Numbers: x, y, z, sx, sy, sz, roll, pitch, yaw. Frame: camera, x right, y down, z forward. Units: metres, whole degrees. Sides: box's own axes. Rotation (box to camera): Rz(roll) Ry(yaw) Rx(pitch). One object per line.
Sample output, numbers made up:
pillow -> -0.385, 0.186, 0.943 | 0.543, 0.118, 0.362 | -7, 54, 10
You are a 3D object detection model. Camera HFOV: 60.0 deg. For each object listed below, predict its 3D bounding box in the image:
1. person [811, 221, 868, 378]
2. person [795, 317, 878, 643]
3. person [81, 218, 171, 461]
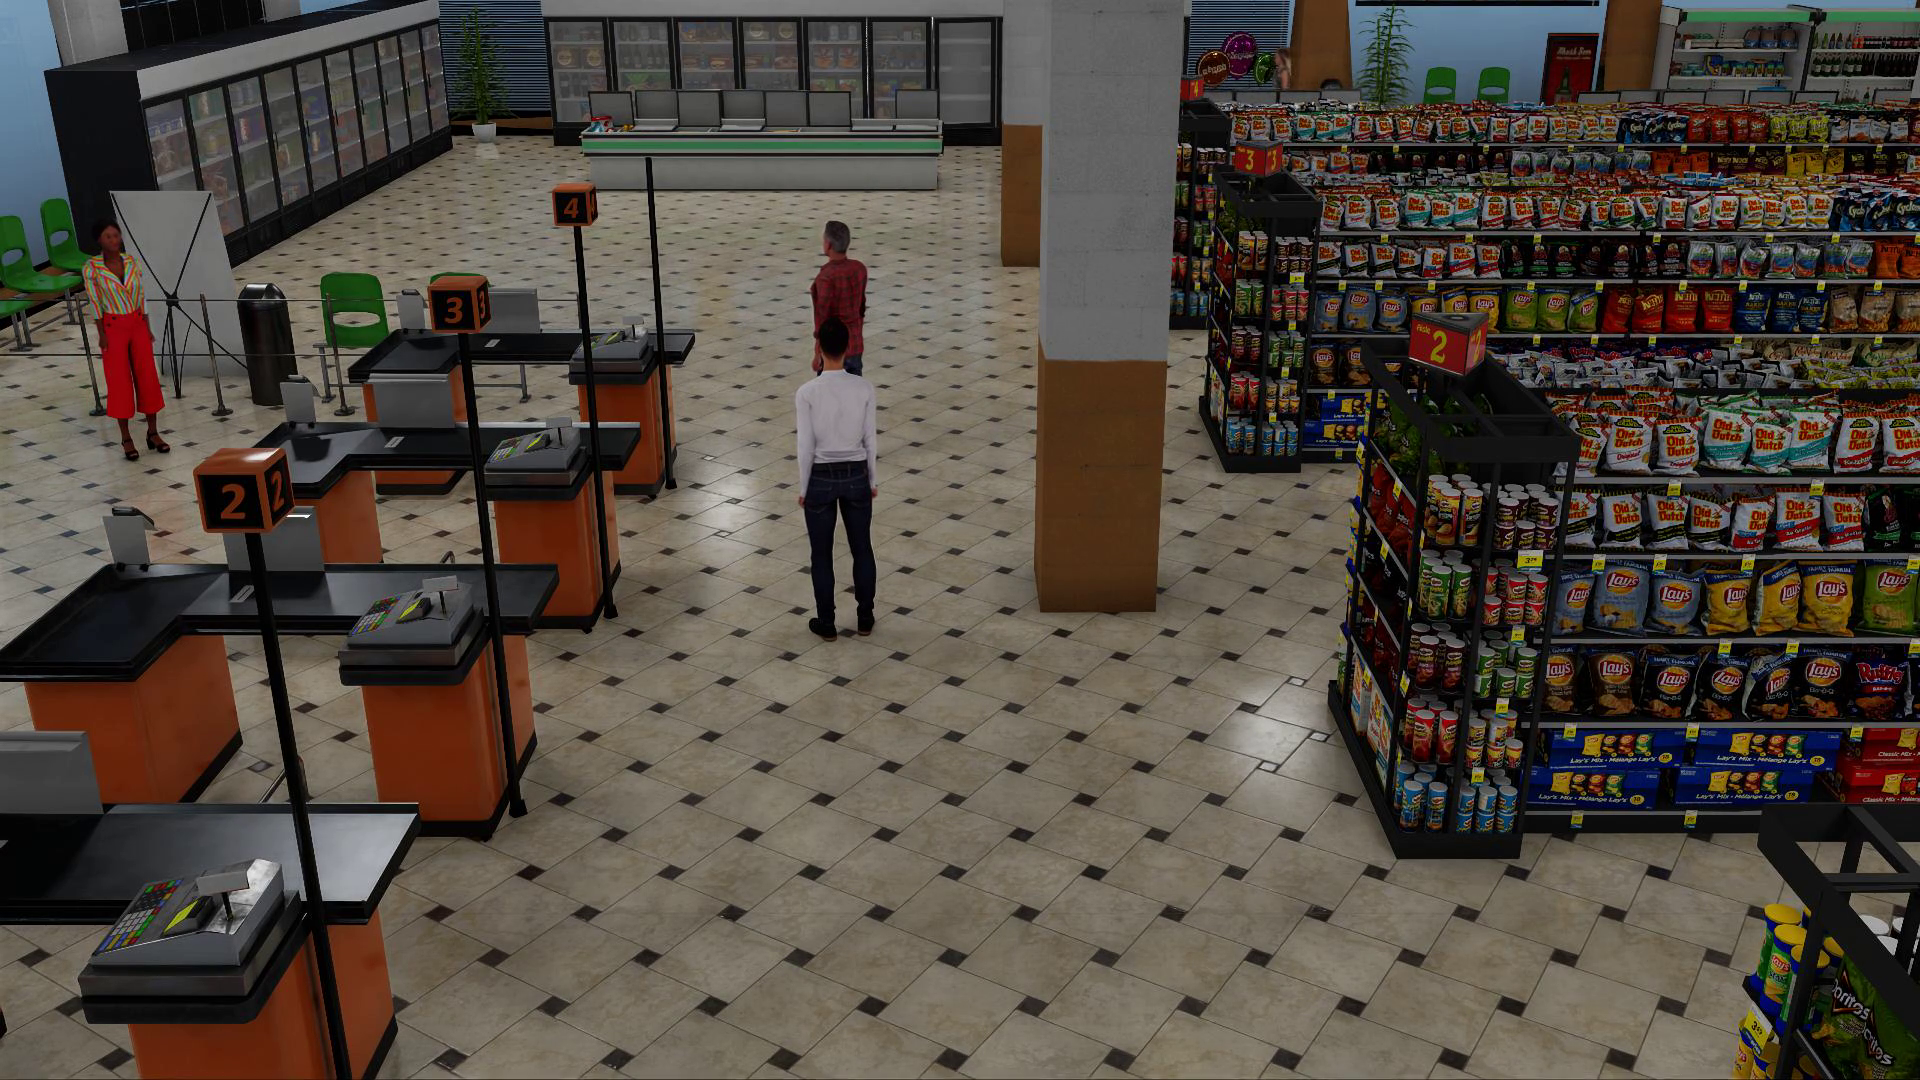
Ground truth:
person -> -0.866, -1.404, 12.078 | 0.772, 1.831, 0.756 | 15, 27, 34
person -> -0.688, -0.330, 9.355 | 0.610, 1.868, 0.745 | -7, 23, -16
person -> -6.197, -1.492, 12.347 | 0.723, 1.793, 0.679 | 18, 28, 37
